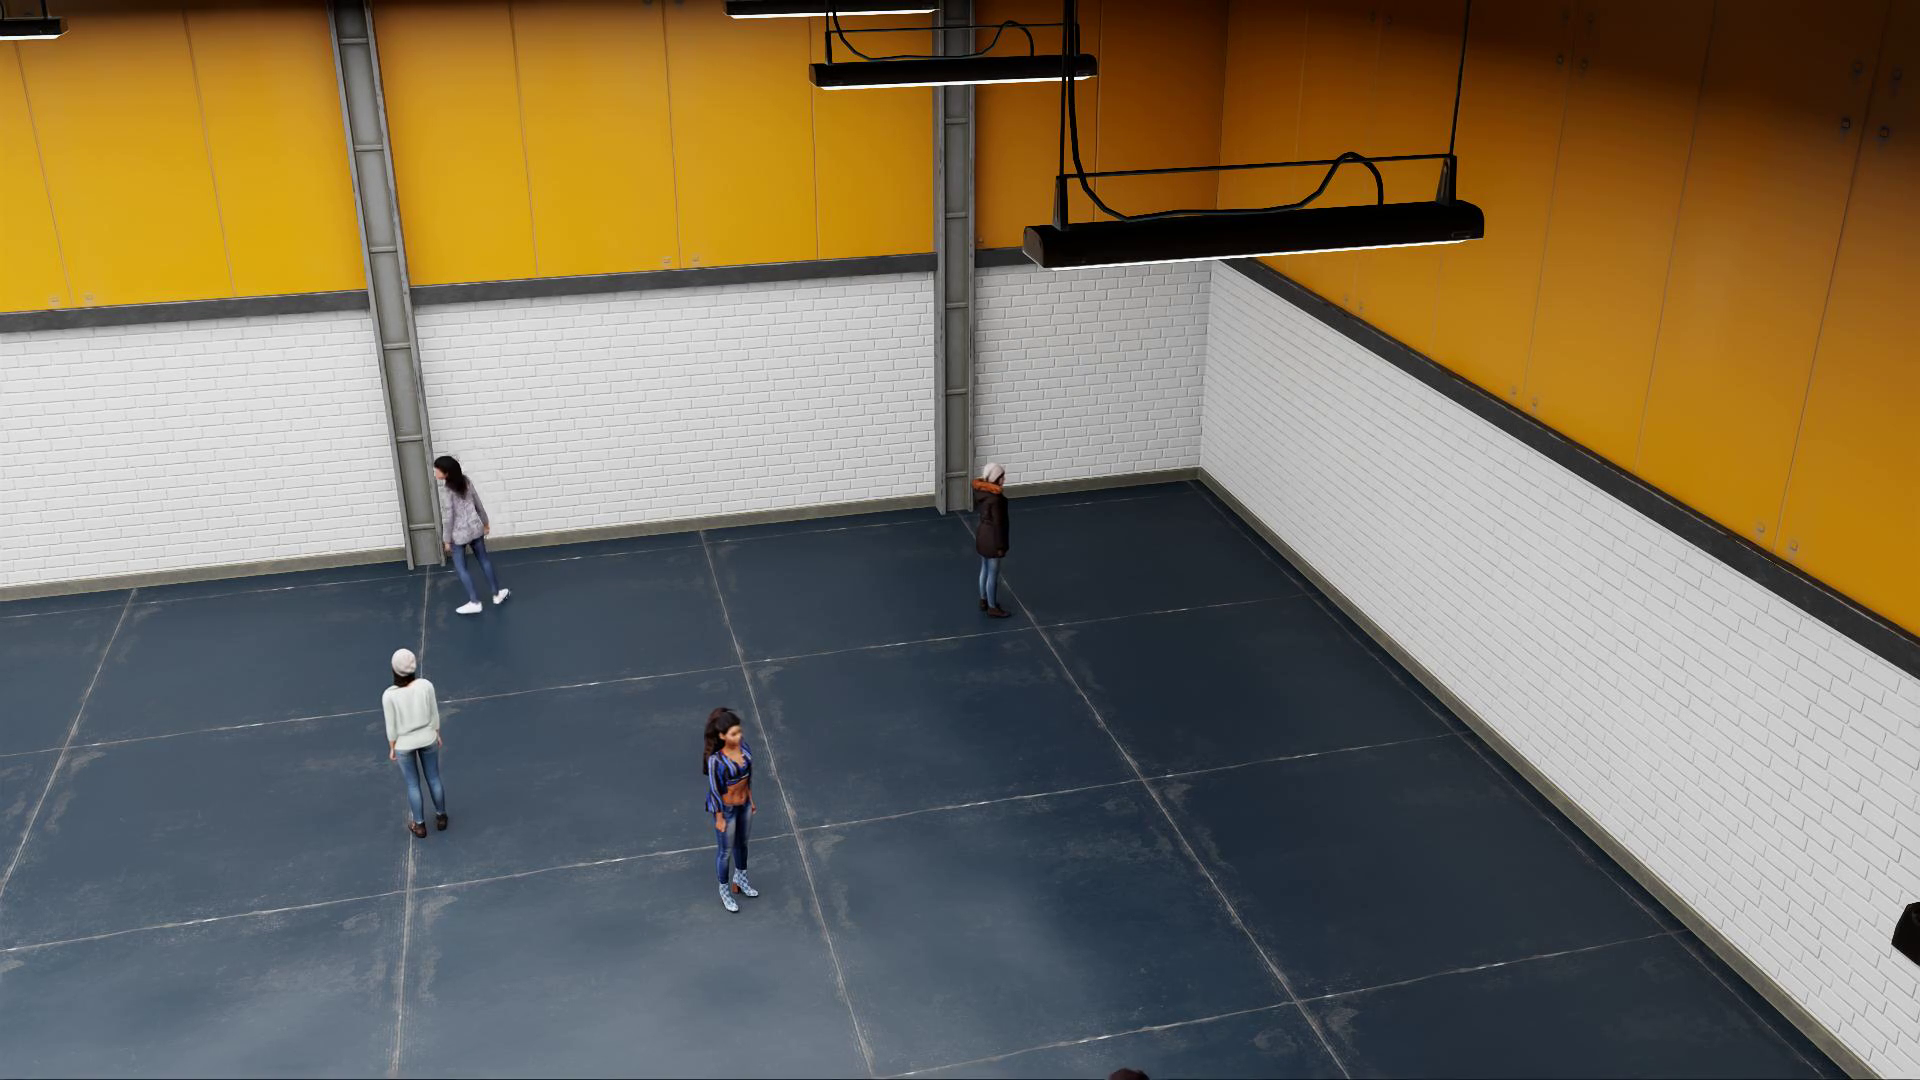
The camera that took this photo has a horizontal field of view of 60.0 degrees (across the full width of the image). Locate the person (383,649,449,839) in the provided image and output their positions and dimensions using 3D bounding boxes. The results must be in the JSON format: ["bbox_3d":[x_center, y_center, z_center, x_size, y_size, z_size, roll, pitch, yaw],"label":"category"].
[{"bbox_3d":[-4.313,1.588,13.177,0.549,1.645,0.688,-15,28,-31],"label":"person"}]

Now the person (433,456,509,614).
[{"bbox_3d":[-4.973,-0.086,16.929,0.885,1.708,0.839,17,29,34],"label":"person"}]

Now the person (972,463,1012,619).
[{"bbox_3d":[0.317,-0.008,16.841,0.593,1.636,0.624,-7,25,-16],"label":"person"}]

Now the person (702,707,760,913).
[{"bbox_3d":[-1.686,1.988,12.309,0.754,1.608,0.678,16,28,32],"label":"person"}]
